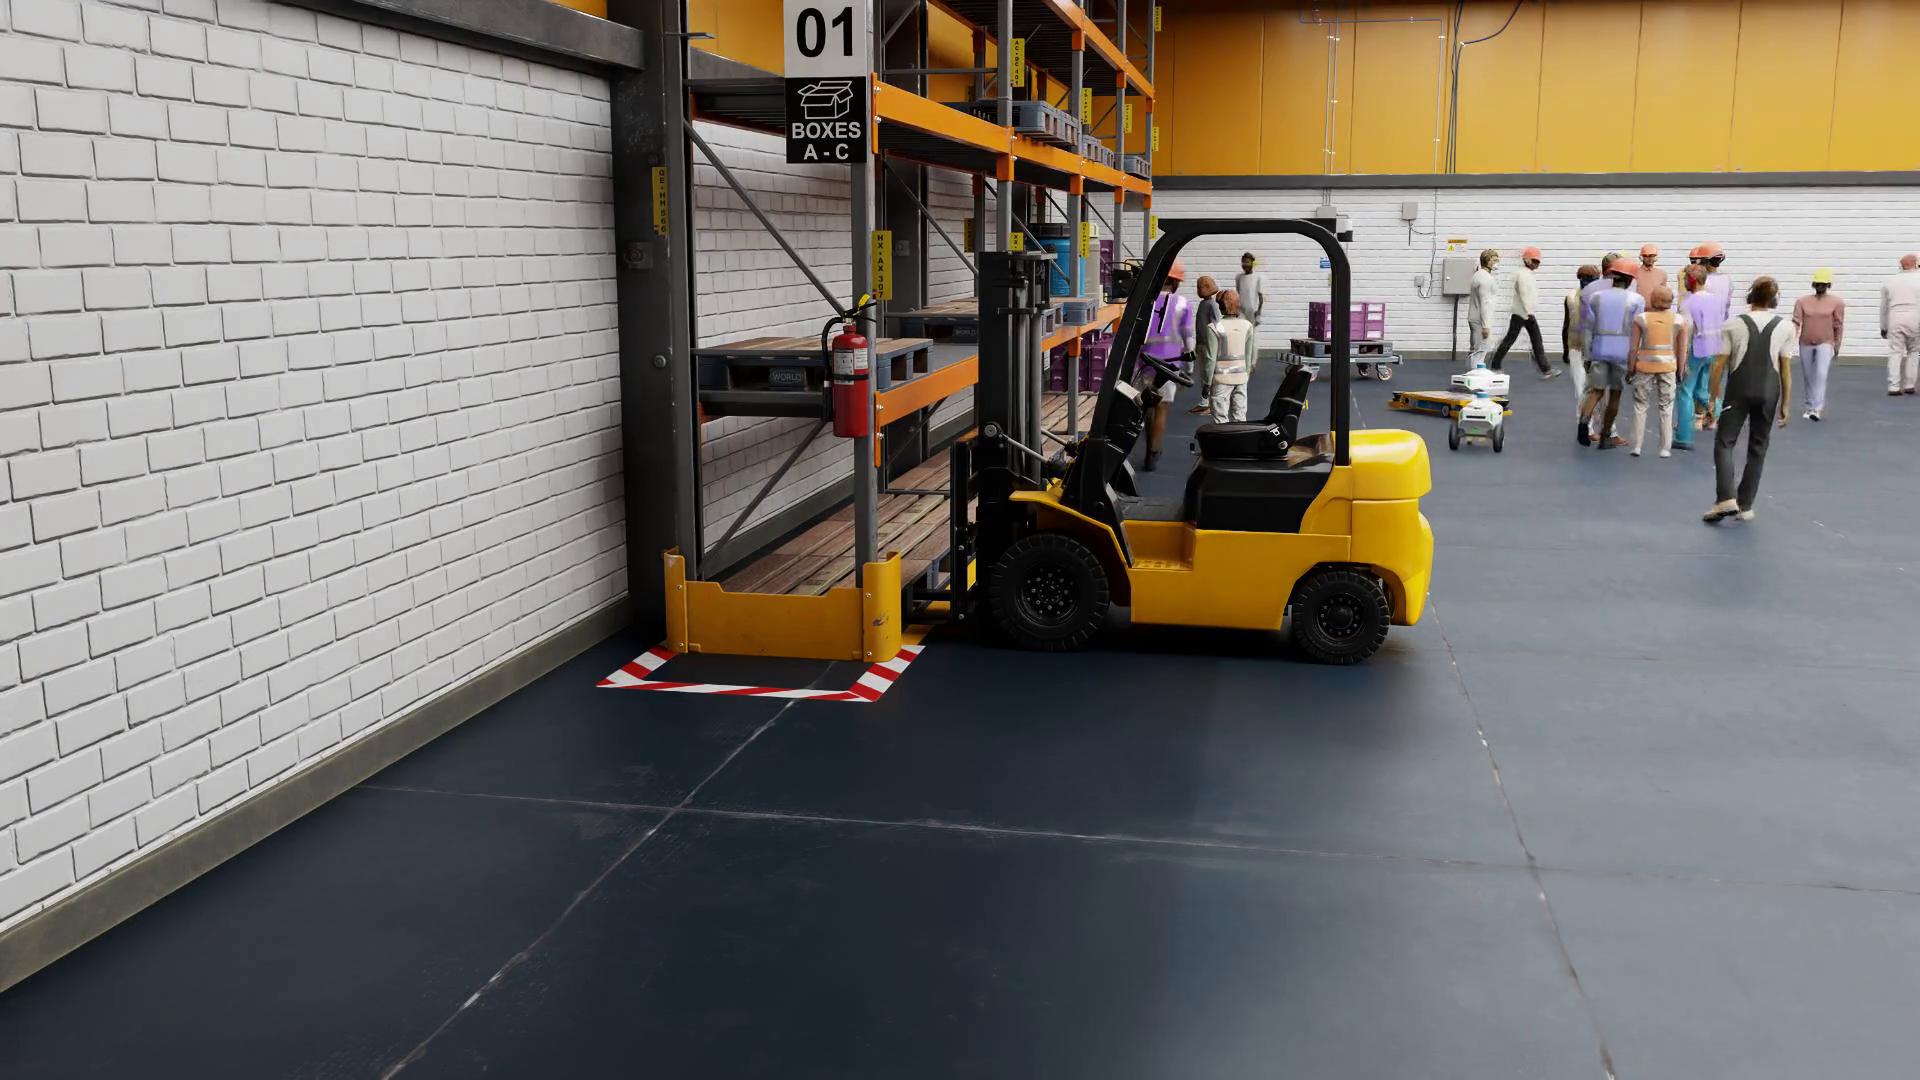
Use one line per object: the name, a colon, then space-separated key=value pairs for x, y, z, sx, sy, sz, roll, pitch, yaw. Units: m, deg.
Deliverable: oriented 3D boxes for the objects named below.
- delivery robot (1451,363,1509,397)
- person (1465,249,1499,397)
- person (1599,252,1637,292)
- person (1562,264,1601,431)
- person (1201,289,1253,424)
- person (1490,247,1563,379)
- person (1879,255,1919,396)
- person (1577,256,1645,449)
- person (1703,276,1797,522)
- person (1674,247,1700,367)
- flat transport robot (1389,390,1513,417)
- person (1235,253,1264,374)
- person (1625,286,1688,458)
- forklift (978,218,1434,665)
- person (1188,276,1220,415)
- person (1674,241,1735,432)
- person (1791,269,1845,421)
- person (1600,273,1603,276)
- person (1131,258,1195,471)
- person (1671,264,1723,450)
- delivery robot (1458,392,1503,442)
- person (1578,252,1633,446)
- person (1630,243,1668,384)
delivery robot: x=6.316 y=-1.899 z=20.177 sx=0.707 sy=0.478 sz=0.477 roll=-5 pitch=11 yaw=-26
person: x=6.742 y=-2.779 z=21.472 sx=0.379 sy=1.937 sz=0.629 roll=2 pitch=10 yaw=9
person: x=8.936 y=-3.015 z=22.922 sx=0.702 sy=1.888 sz=0.372 roll=9 pitch=14 yaw=42
person: x=6.885 y=-2.100 z=18.122 sx=0.636 sy=1.807 sz=0.741 roll=7 pitch=12 yaw=33
person: x=2.329 y=-1.356 z=14.478 sx=0.514 sy=1.641 sz=0.309 roll=-7 pitch=12 yaw=-32
person: x=8.383 y=-3.353 z=24.633 sx=1.073 sy=1.939 sz=0.610 roll=8 pitch=13 yaw=36
person: x=12.533 y=-2.844 z=22.064 sx=0.660 sy=1.846 sz=0.814 roll=9 pitch=14 yaw=40
person: x=6.346 y=-1.808 z=16.221 sx=0.556 sy=1.906 sz=0.600 roll=8 pitch=13 yaw=39
person: x=5.778 y=-1.012 z=12.137 sx=0.553 sy=1.815 sz=0.611 roll=3 pitch=11 yaw=17
person: x=11.651 y=-3.686 z=26.476 sx=0.375 sy=1.932 sz=0.544 roll=-4 pitch=11 yaw=-21
flat transport robot: x=5.784 y=-1.615 z=19.656 sx=0.652 sy=0.197 sz=1.431 roll=-4 pitch=11 yaw=-23
person: x=4.304 y=-3.417 z=25.223 sx=0.562 sy=1.837 sz=0.846 roll=8 pitch=13 yaw=37
person: x=6.615 y=-1.589 z=15.807 sx=0.524 sy=1.624 sz=0.339 roll=3 pitch=11 yaw=16
forklift: x=1.285 y=-0.567 z=8.635 sx=2.313 sy=2.155 sz=1.214 roll=2 pitch=11 yaw=11
person: x=2.897 y=-2.289 z=19.613 sx=0.278 sy=1.633 sz=0.497 roll=-2 pitch=11 yaw=-12
person: x=7.988 y=-2.175 z=17.866 sx=0.607 sy=2.044 sz=0.371 roll=-6 pitch=12 yaw=-30
person: x=9.729 y=-2.213 z=18.956 sx=0.540 sy=1.724 sz=0.887 roll=8 pitch=13 yaw=38
person: x=10.096 y=-3.511 z=25.818 sx=0.632 sy=1.823 sz=0.558 roll=-2 pitch=11 yaw=-10
person: x=1.857 y=-1.594 z=15.095 sx=0.559 sy=1.888 sz=0.911 roll=3 pitch=11 yaw=18
person: x=7.258 y=-1.769 z=16.212 sx=0.597 sy=1.830 sz=0.635 roll=-5 pitch=12 yaw=-28
delivery robot: x=5.153 y=-1.220 z=16.450 sx=0.477 sy=0.478 sz=0.707 roll=5 pitch=11 yaw=24
person: x=6.484 y=-1.909 z=16.691 sx=0.364 sy=1.939 sz=0.636 roll=-6 pitch=12 yaw=-28
person: x=9.756 y=-3.223 z=23.733 sx=0.611 sy=1.997 sz=0.375 roll=1 pitch=10 yaw=4
